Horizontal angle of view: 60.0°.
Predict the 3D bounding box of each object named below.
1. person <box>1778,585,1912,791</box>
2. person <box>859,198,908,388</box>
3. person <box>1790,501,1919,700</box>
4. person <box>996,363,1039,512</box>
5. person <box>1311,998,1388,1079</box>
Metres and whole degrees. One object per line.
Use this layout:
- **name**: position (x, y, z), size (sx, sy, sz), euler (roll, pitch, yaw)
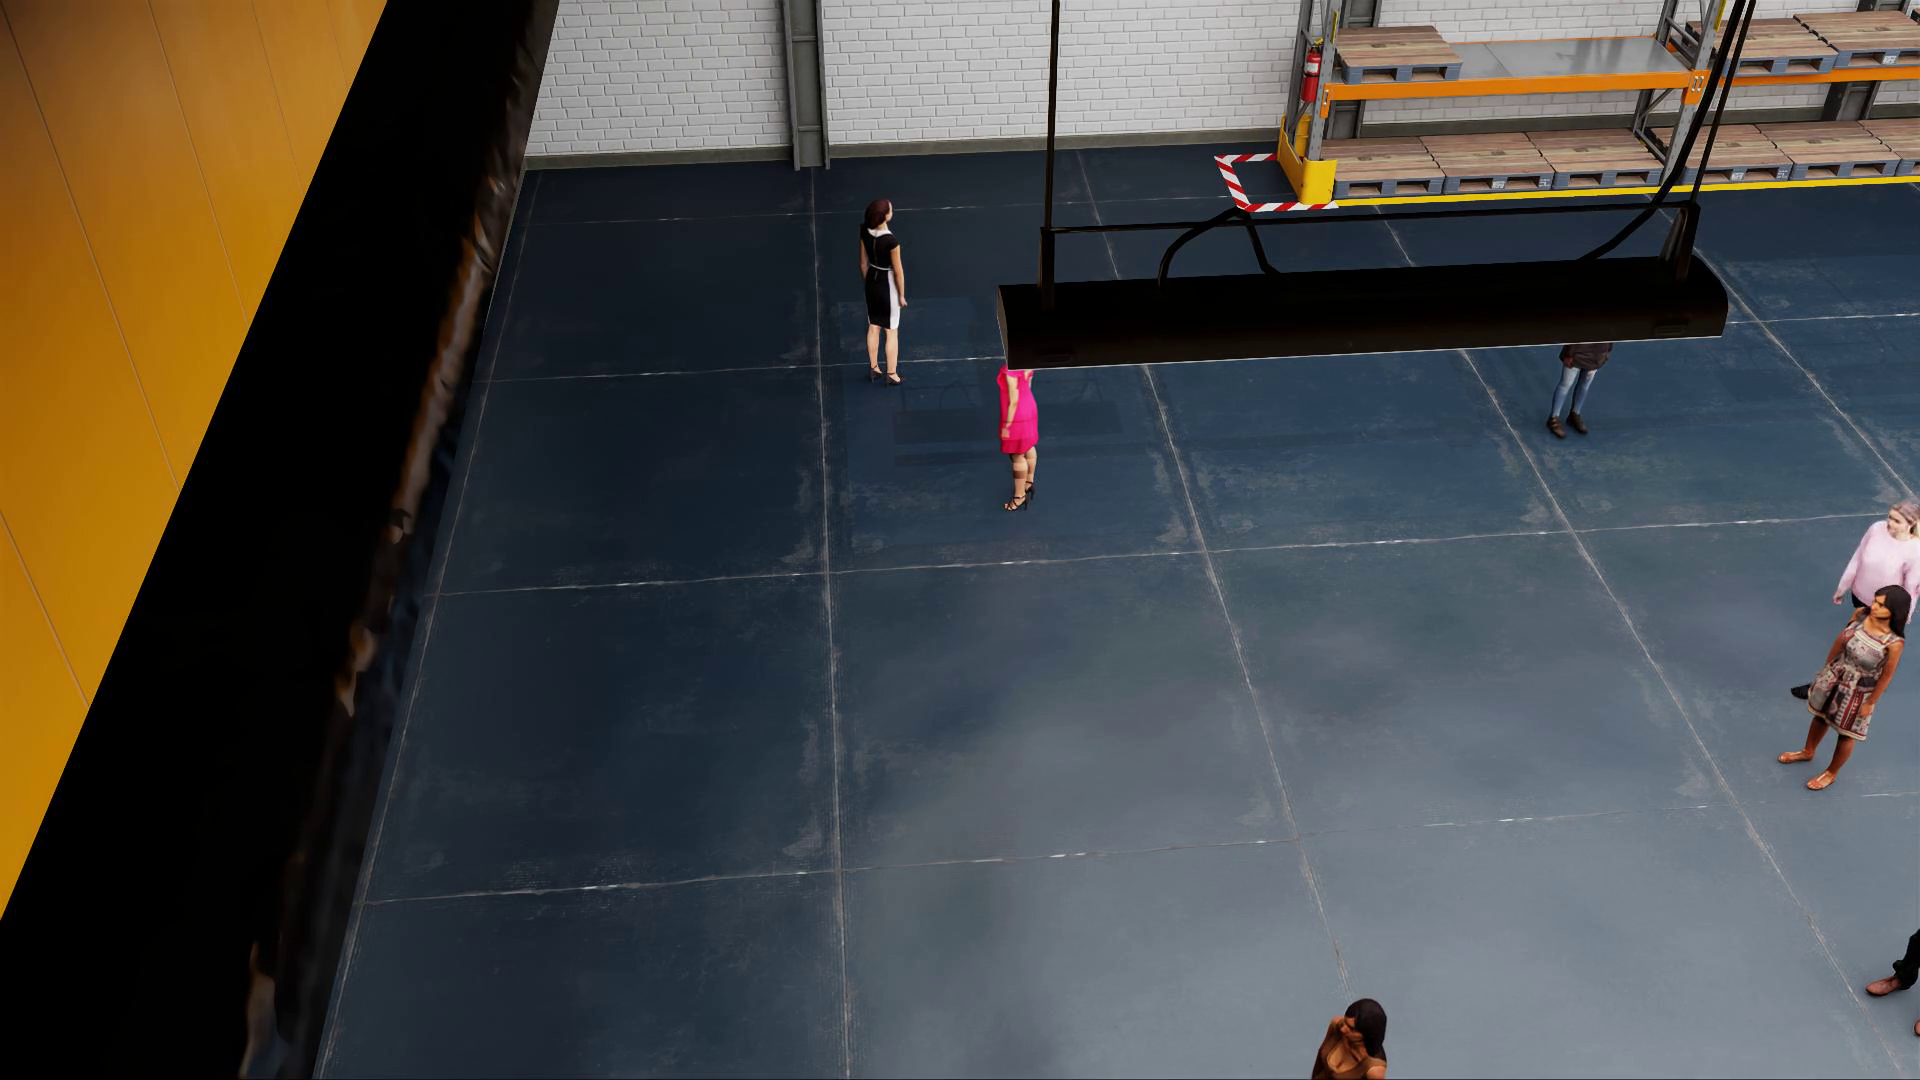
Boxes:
- **person**: position (5.820, 0.935, 10.832), size (0.614, 1.645, 0.699), euler (-12, 40, -15)
- **person**: position (-0.680, -2.165, 14.594), size (0.640, 1.795, 0.718), euler (24, 44, 27)
- **person**: position (6.405, 0.398, 11.509), size (1.199, 1.640, 0.816), euler (-14, 41, -16)
- **person**: position (0.473, -0.992, 13.180), size (0.692, 1.727, 0.664), euler (17, 42, 21)
- **person**: position (1.927, 2.854, 8.393), size (0.615, 1.690, 0.624), euler (-17, 42, -21)
